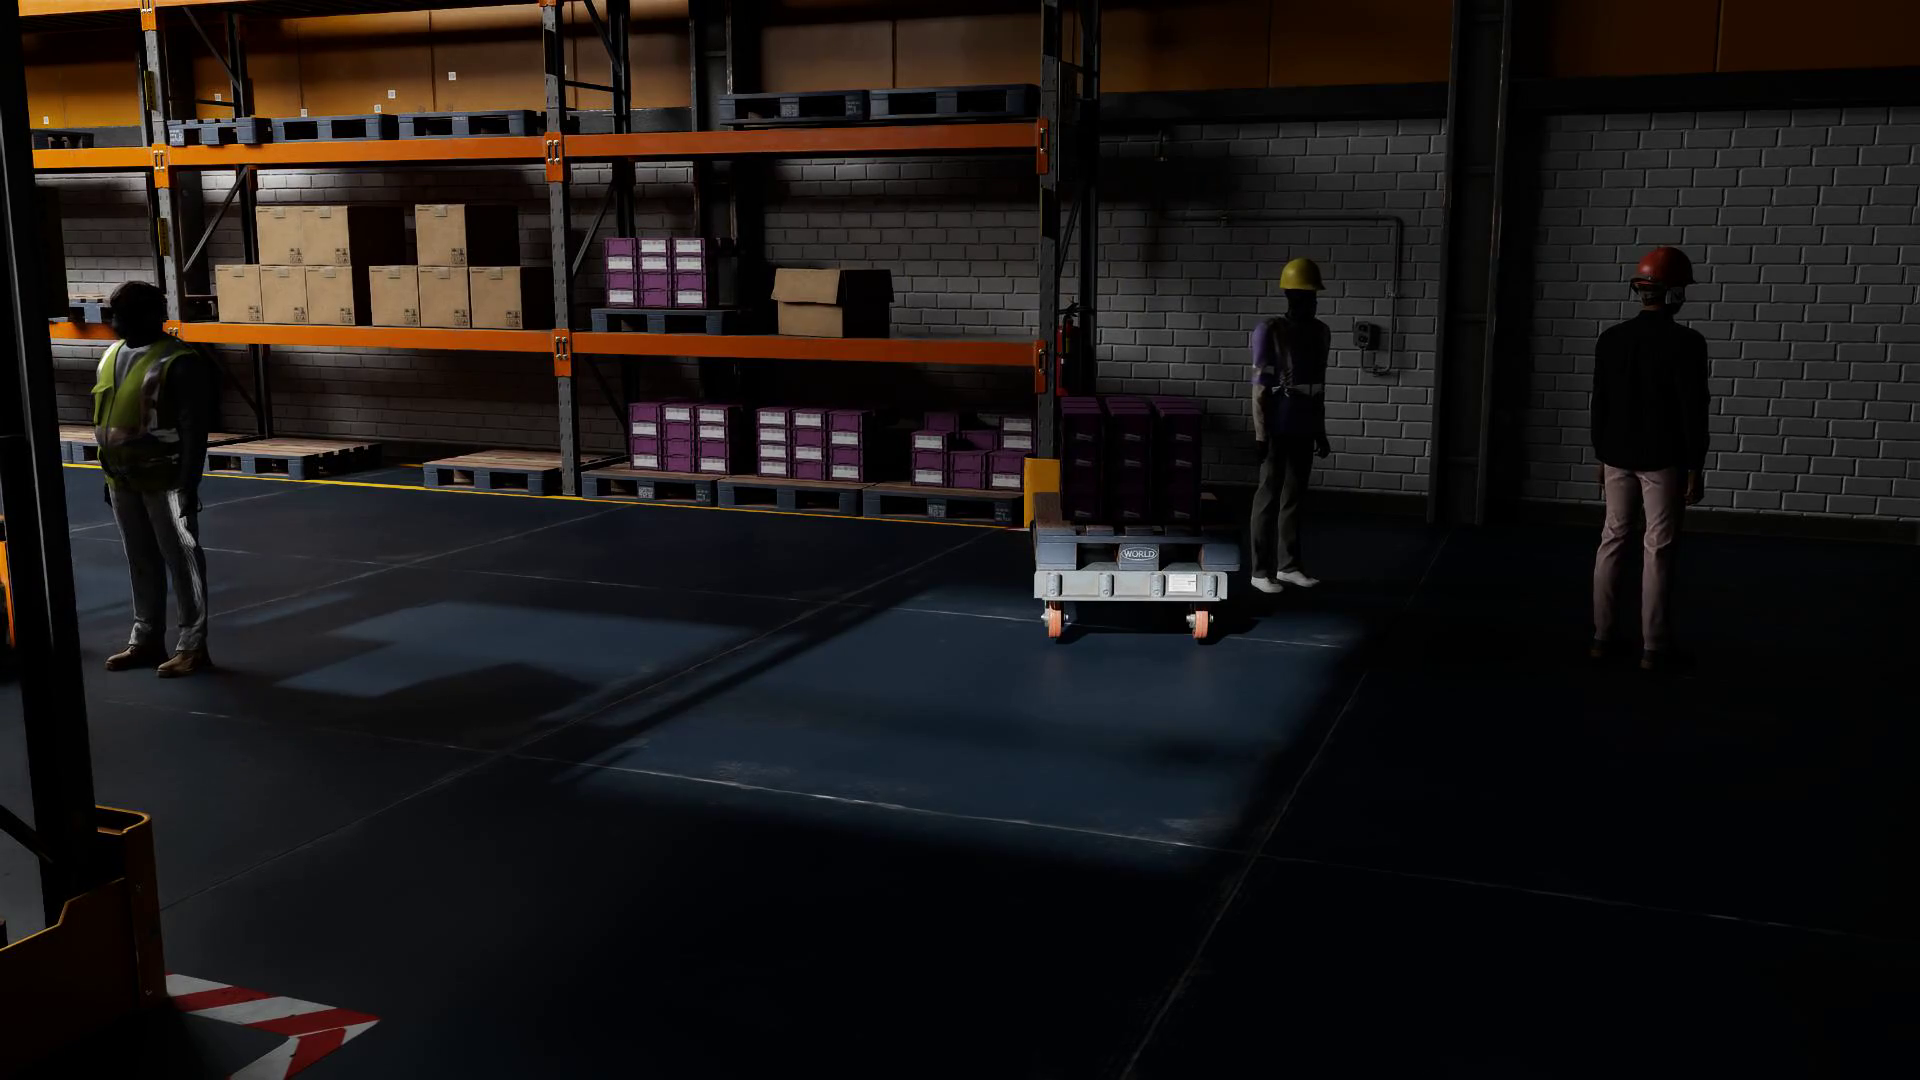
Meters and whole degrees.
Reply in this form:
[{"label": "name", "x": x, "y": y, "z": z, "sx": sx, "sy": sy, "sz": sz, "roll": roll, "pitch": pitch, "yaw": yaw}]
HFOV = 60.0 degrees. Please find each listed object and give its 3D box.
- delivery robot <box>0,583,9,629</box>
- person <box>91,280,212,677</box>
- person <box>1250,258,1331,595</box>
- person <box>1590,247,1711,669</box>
[{"label": "delivery robot", "x": -4.728, "y": 0.282, "z": 7.968, "sx": 0.477, "sy": 0.478, "sz": 0.707, "roll": 1, "pitch": 10, "yaw": 8}, {"label": "person", "x": -3.795, "y": -0.284, "z": 7.795, "sx": 0.626, "sy": 1.846, "sz": 0.429, "roll": 5, "pitch": 11, "yaw": 24}, {"label": "person", "x": 1.930, "y": -0.657, "z": 9.635, "sx": 0.589, "sy": 1.928, "sz": 0.386, "roll": -7, "pitch": 12, "yaw": -35}, {"label": "person", "x": 3.287, "y": -0.384, "z": 7.929, "sx": 0.376, "sy": 1.995, "sz": 0.609, "roll": -6, "pitch": 12, "yaw": -31}]
